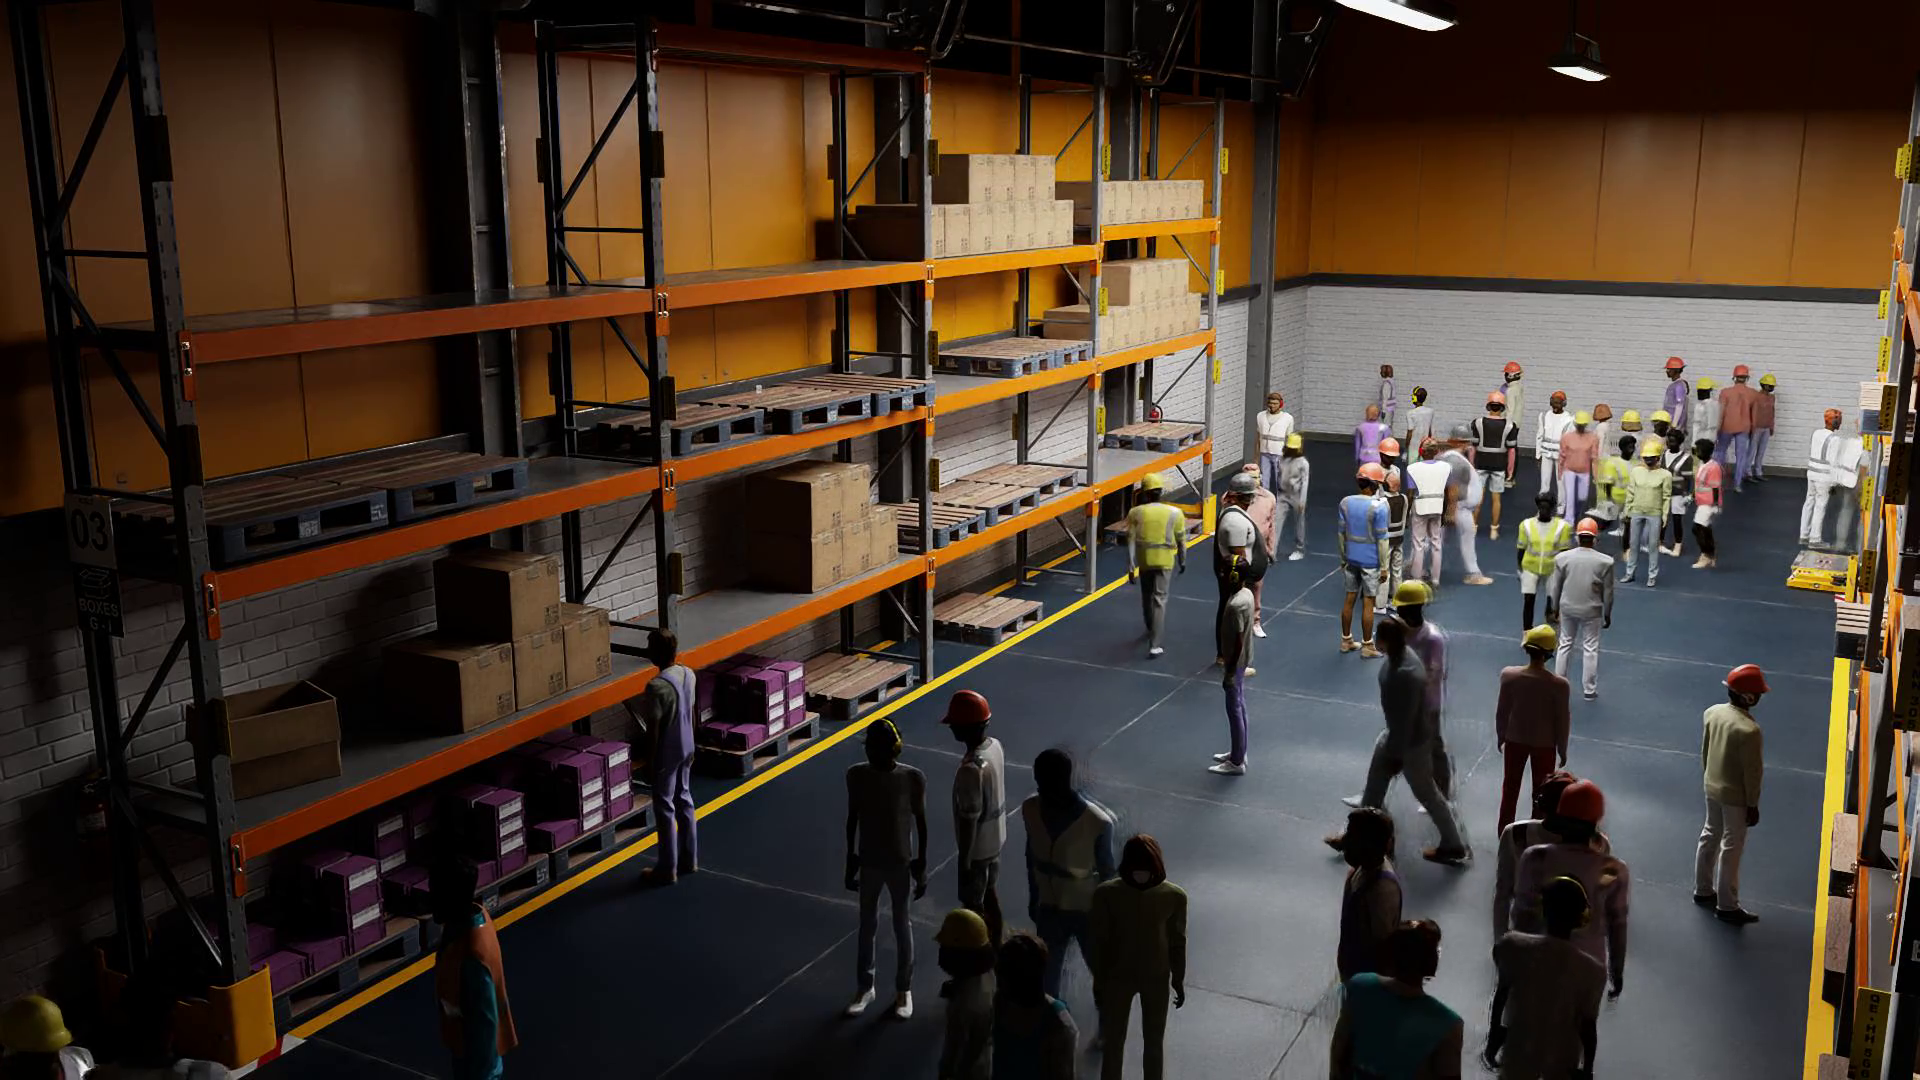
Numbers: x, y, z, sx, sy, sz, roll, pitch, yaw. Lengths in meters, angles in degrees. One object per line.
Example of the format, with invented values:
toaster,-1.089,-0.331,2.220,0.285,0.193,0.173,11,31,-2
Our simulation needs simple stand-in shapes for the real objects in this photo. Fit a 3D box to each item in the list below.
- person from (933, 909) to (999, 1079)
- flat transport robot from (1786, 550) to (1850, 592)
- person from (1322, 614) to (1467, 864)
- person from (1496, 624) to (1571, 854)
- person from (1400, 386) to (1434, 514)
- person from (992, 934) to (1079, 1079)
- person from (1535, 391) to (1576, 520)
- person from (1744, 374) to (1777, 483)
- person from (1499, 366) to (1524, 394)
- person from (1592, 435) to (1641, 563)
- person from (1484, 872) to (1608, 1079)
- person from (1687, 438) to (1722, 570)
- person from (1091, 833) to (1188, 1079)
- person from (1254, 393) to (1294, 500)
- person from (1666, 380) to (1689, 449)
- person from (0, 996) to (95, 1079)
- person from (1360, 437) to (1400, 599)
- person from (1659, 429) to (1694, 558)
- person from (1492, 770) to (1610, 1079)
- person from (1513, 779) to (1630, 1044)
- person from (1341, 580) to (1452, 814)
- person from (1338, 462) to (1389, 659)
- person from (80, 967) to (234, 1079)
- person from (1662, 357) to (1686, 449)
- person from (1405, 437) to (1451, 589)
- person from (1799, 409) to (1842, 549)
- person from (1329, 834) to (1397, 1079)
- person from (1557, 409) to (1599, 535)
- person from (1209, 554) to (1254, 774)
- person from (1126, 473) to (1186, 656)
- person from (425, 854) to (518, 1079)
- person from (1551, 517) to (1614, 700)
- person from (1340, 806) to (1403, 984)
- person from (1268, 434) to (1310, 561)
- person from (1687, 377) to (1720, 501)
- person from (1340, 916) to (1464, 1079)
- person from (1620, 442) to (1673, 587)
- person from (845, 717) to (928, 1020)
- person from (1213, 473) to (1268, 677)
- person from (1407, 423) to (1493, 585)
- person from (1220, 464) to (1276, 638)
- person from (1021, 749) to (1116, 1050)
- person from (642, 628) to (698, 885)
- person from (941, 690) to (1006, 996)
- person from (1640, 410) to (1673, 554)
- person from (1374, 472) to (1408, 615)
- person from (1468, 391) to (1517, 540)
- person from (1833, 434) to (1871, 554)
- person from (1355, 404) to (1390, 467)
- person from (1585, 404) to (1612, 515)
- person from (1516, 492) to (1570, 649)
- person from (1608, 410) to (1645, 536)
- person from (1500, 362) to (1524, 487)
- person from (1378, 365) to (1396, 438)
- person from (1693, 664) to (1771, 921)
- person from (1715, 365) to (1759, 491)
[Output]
person,0.036,2.504,7.684,0.943,1.687,0.502,4,13,18
flat transport robot,10.611,0.373,20.436,0.652,0.197,1.431,8,15,31
person,3.209,1.440,12.029,1.050,1.878,0.665,0,13,-1
person,4.173,1.475,12.126,0.535,1.767,0.315,10,16,38
person,6.687,-1.318,24.395,0.514,1.872,0.328,-7,14,-29
person,0.297,2.546,7.175,0.338,1.838,0.505,-10,16,-38
person,8.544,-1.206,23.880,0.576,1.880,0.352,11,16,40
person,12.932,-1.800,26.805,0.524,1.762,0.339,-7,14,-27
person,8.854,-1.898,26.868,0.381,1.923,0.591,5,14,22
person,8.467,-0.562,21.455,0.530,1.665,0.761,-4,13,-17
person,2.673,2.428,7.711,0.540,1.840,0.867,7,14,29
person,9.369,-0.450,20.941,0.478,1.672,0.546,2,13,9
person,0.933,2.308,8.696,0.498,1.633,0.282,1,13,4
person,4.539,-1.223,24.055,0.560,1.836,0.394,9,15,34
person,11.667,-1.795,27.066,0.500,1.633,0.285,-8,15,-32
person,-3.648,2.666,6.667,0.403,1.824,0.594,6,14,24
person,4.946,-0.246,19.451,0.547,1.934,0.375,-9,16,-36
person,9.264,-0.618,21.676,0.321,1.693,0.561,-8,15,-33
person,3.138,2.138,8.895,0.576,1.882,0.355,2,13,8
person,3.133,2.192,8.634,0.557,1.899,0.927,8,15,33
person,3.458,1.247,12.894,0.961,1.881,0.604,-5,13,-20
person,4.184,0.207,17.185,0.383,2.041,0.605,-9,16,-36
person,-3.135,2.644,6.527,0.617,1.941,0.852,-1,13,-3
person,11.409,-1.919,26.697,0.391,2.040,0.614,4,13,17
person,5.585,-0.309,19.928,0.564,1.847,0.396,-2,13,-11
person,11.485,-0.817,22.154,0.353,1.878,0.568,-1,13,-5
person,2.129,2.289,8.782,0.275,1.631,0.507,1,13,6
person,8.567,-0.971,23.109,0.533,1.744,0.663,3,13,13
person,2.277,1.032,13.876,0.314,1.869,0.537,4,13,17
person,2.062,0.225,17.477,0.606,1.865,0.994,3,13,14
person,-2.271,2.368,7.783,0.376,1.917,0.600,-5,14,-22
person,5.939,0.648,15.880,0.568,1.743,0.350,8,15,33
person,2.069,2.239,8.525,0.336,1.845,0.514,1,13,7
person,4.193,-0.517,21.198,0.500,1.682,0.917,11,17,41
person,11.240,-1.510,25.155,0.593,1.911,0.461,-8,15,-32
person,1.900,2.534,7.294,0.908,1.812,0.585,-9,16,-36
person,8.314,-0.315,20.142,0.533,1.768,0.310,10,16,39
person,-0.437,1.934,9.850,0.513,1.866,0.331,2,13,10
person,2.806,0.324,16.659,0.536,2.000,0.683,0,13,-1
person,6.017,-0.483,20.271,0.950,2.000,0.692,2,13,10
person,3.095,0.121,17.866,0.639,1.911,0.406,-2,13,-9
person,0.618,2.064,9.279,0.688,1.854,1.011,9,15,34
person,-2.055,1.520,11.777,0.349,1.836,0.517,6,14,25
person,0.078,1.841,10.128,0.386,1.929,0.543,4,13,18
person,9.167,-0.756,21.842,0.459,1.885,0.632,6,14,25
person,4.854,0.039,18.849,0.512,1.637,0.307,-9,15,-35
person,7.237,-1.012,22.671,0.617,2.029,0.409,4,13,18
person,11.802,-0.686,21.680,0.672,1.822,0.573,0,13,2
person,6.005,-1.179,24.297,0.537,1.623,0.463,9,15,34
person,9.349,-1.178,24.303,0.269,1.632,0.504,8,15,33
person,6.128,0.303,17.536,0.546,1.679,0.501,5,14,21
person,9.199,-0.920,22.916,0.483,1.738,0.320,-9,15,-35
person,8.738,-1.838,26.440,0.382,1.993,0.622,7,15,30
person,7.477,-2.258,29.156,0.319,1.631,0.514,5,13,20
person,5.221,1.684,11.215,0.327,1.753,0.563,-2,13,-8
person,12.240,-1.793,26.314,0.636,1.956,0.901,2,13,8
